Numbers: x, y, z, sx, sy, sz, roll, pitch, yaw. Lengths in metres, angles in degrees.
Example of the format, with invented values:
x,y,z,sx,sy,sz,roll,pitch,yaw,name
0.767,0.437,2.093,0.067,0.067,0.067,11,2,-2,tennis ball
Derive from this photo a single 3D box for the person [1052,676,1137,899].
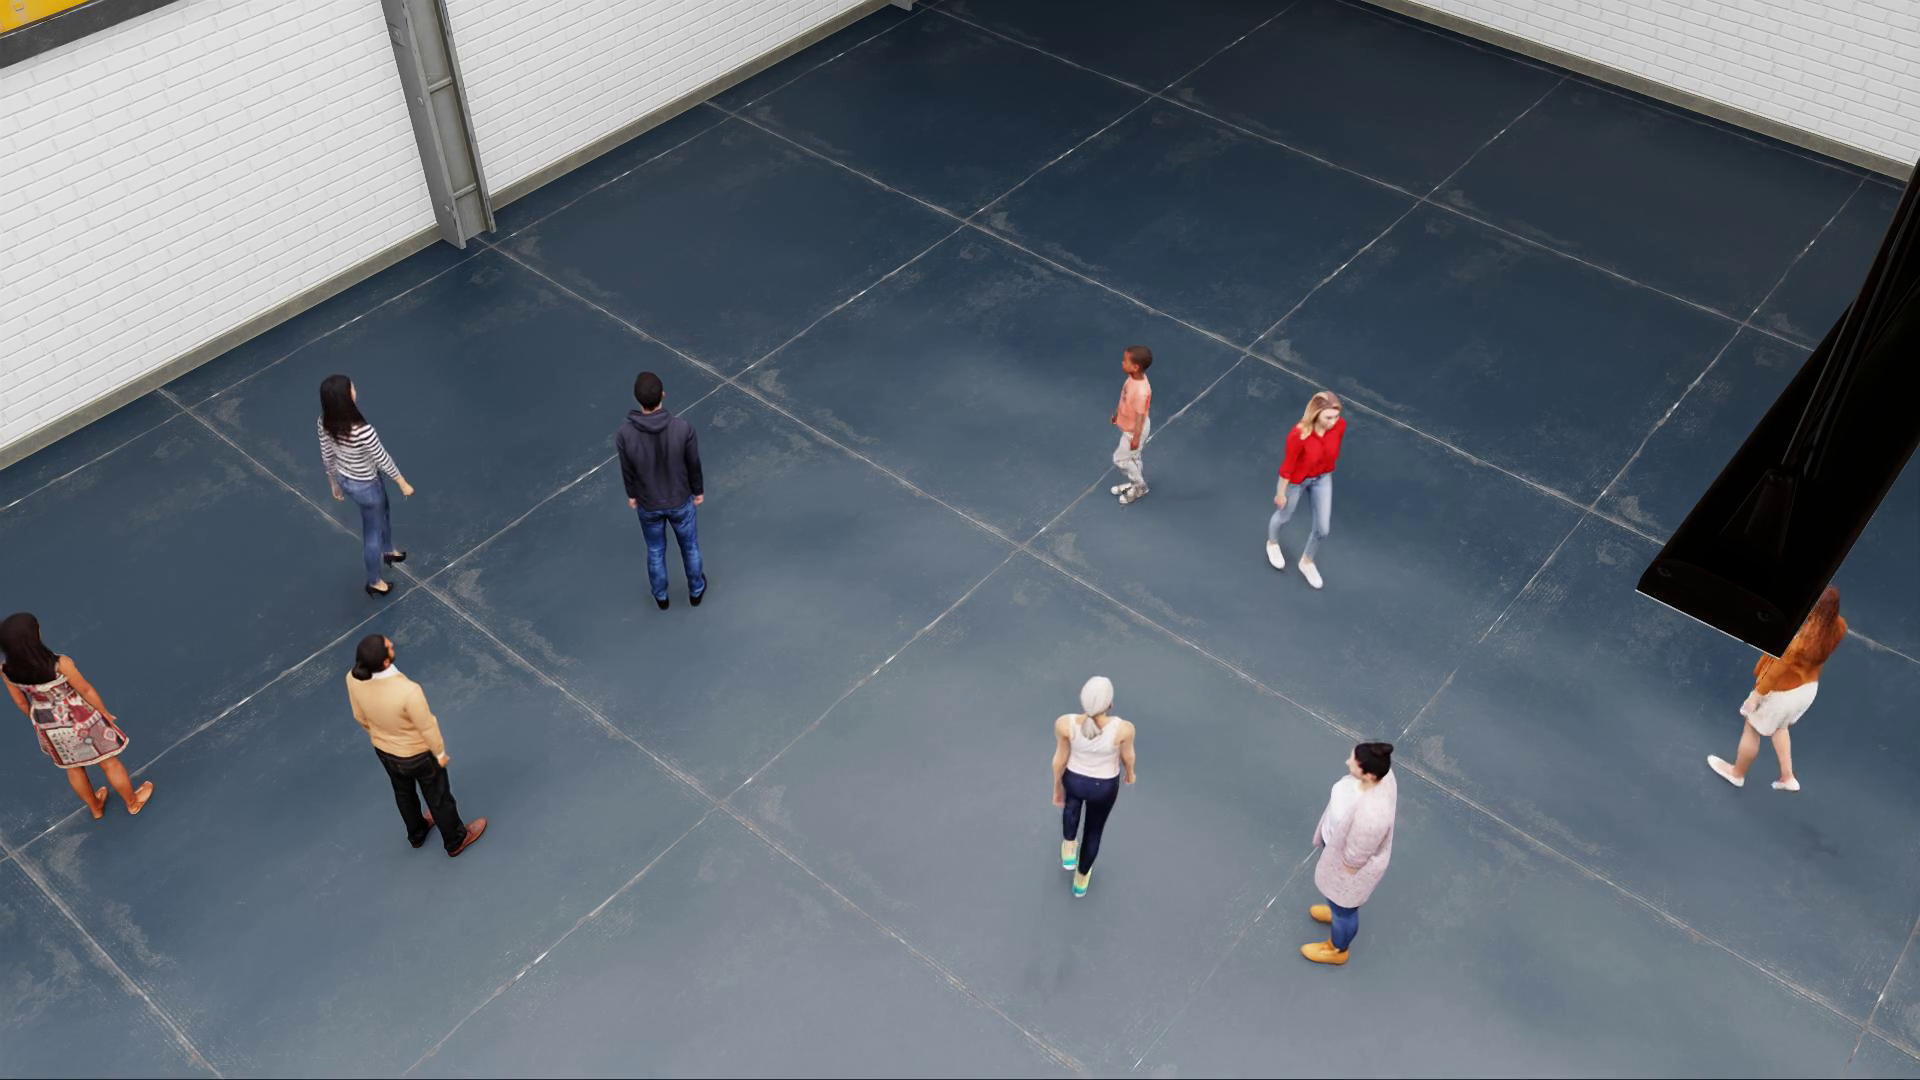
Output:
x,y,z,sx,sy,sz,roll,pitch,yaw,name
0.716,1.438,9.268,0.723,1.687,0.763,10,44,10,person

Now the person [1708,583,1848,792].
x,y,z,sx,sy,sz,roll,pitch,yaw,name
4.919,0.934,9.783,0.821,1.707,0.848,-18,46,-18,person

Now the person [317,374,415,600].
x,y,z,sx,sy,sz,roll,pitch,yaw,name
-4.006,-0.276,11.007,0.681,1.771,0.765,21,47,21,person

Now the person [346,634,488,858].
x,y,z,sx,sy,sz,roll,pitch,yaw,name
-3.158,1.179,9.491,0.731,1.754,0.713,14,45,14,person

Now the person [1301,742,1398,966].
x,y,z,sx,sy,sz,roll,pitch,yaw,name
2.149,1.667,8.987,0.838,1.743,0.718,11,45,11,person

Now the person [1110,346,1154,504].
x,y,z,sx,sy,sz,roll,pitch,yaw,name
1.314,-0.831,11.931,0.641,1.299,0.577,-3,44,-3,person

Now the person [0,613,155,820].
x,y,z,sx,sy,sz,roll,pitch,yaw,name
-5.211,1.048,9.710,0.704,1.643,0.771,-4,44,-5,person

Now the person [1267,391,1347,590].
x,y,z,sx,sy,sz,roll,pitch,yaw,name
2.304,-0.419,11.227,0.845,1.674,0.877,-15,46,-15,person

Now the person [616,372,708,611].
x,y,z,sx,sy,sz,roll,pitch,yaw,name
-1.946,-0.288,10.934,0.724,1.888,0.809,-8,44,-8,person
